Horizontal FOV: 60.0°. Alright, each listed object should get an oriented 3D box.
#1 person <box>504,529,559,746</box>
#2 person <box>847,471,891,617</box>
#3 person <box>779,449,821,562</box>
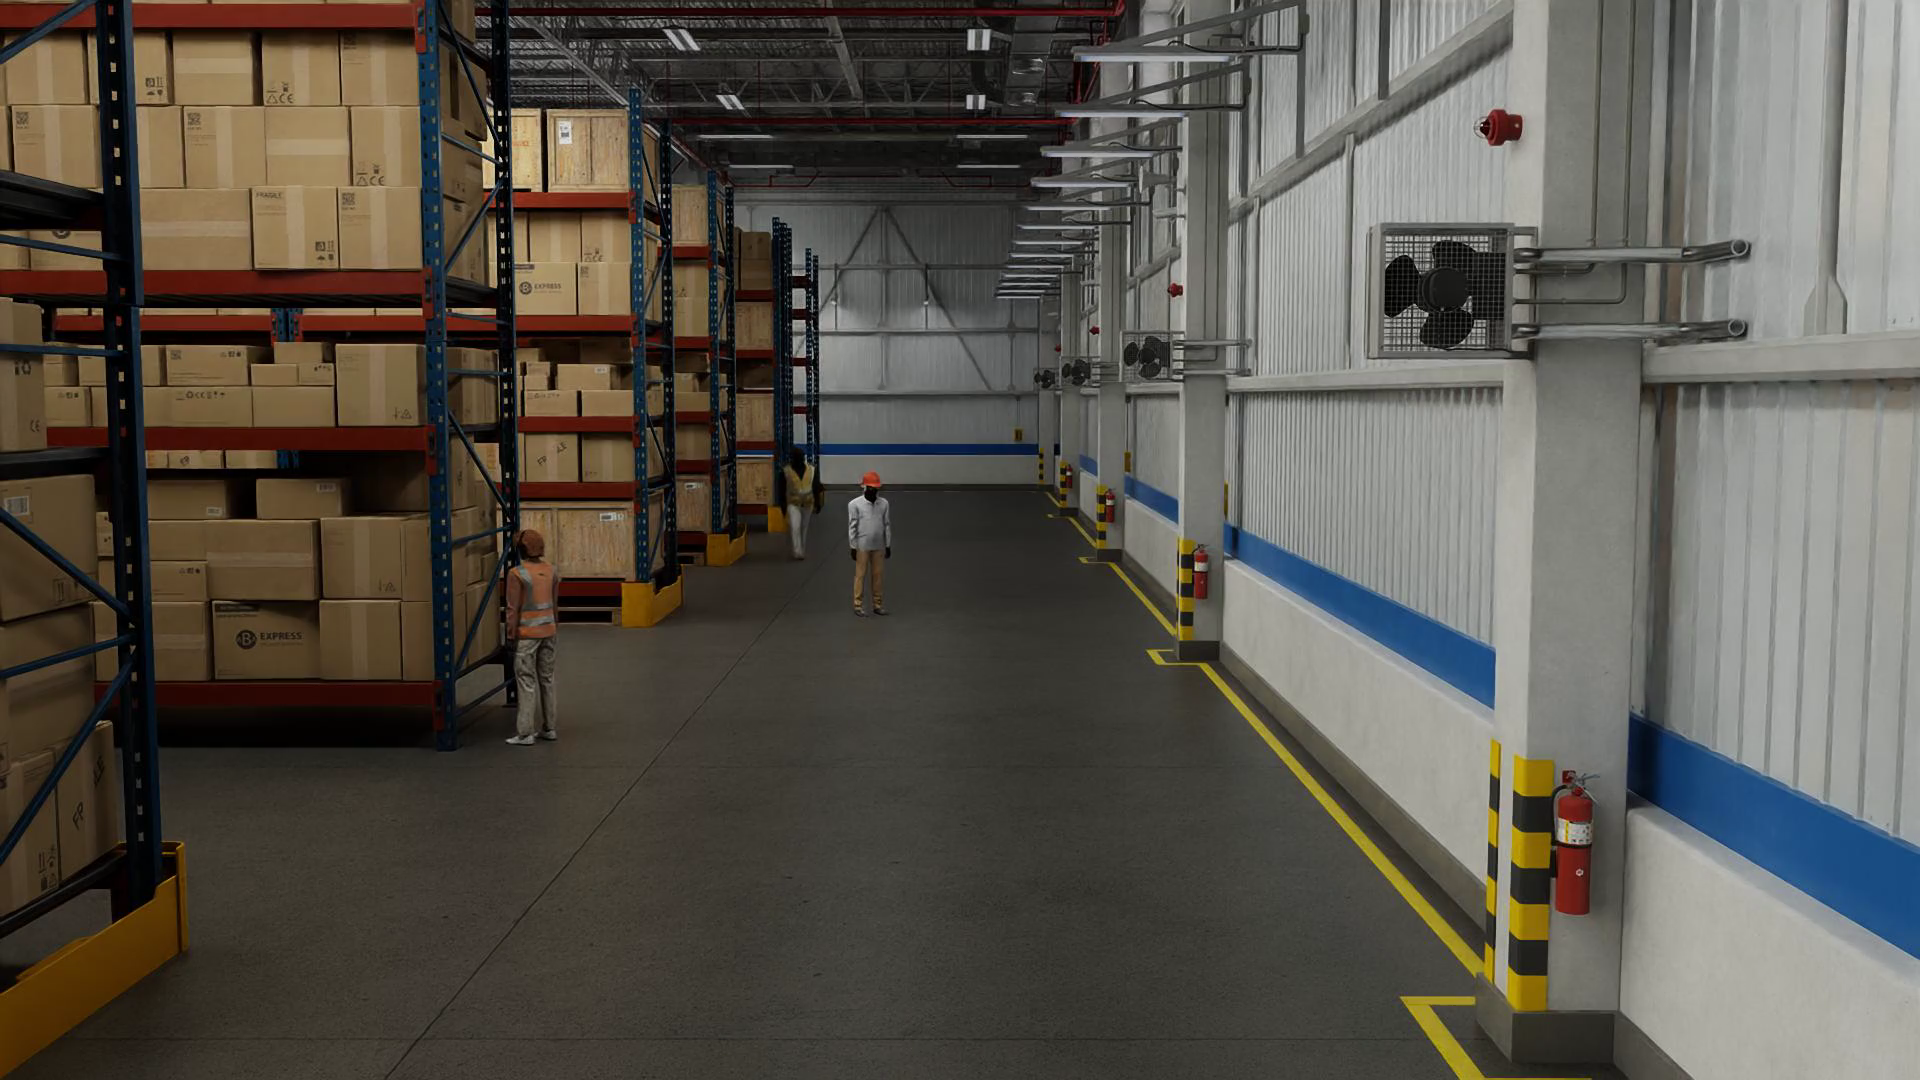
[{"bbox_3d":[-3.226,0.733,12.573,0.319,1.631,0.523,3,6,29],"label":"person"},{"bbox_3d":[-1.065,0.052,19.843,0.566,1.744,0.349,-3,6,-32],"label":"person"},{"bbox_3d":[-2.573,-0.564,26.763,0.620,1.797,0.963,-2,5,-20],"label":"person"}]
